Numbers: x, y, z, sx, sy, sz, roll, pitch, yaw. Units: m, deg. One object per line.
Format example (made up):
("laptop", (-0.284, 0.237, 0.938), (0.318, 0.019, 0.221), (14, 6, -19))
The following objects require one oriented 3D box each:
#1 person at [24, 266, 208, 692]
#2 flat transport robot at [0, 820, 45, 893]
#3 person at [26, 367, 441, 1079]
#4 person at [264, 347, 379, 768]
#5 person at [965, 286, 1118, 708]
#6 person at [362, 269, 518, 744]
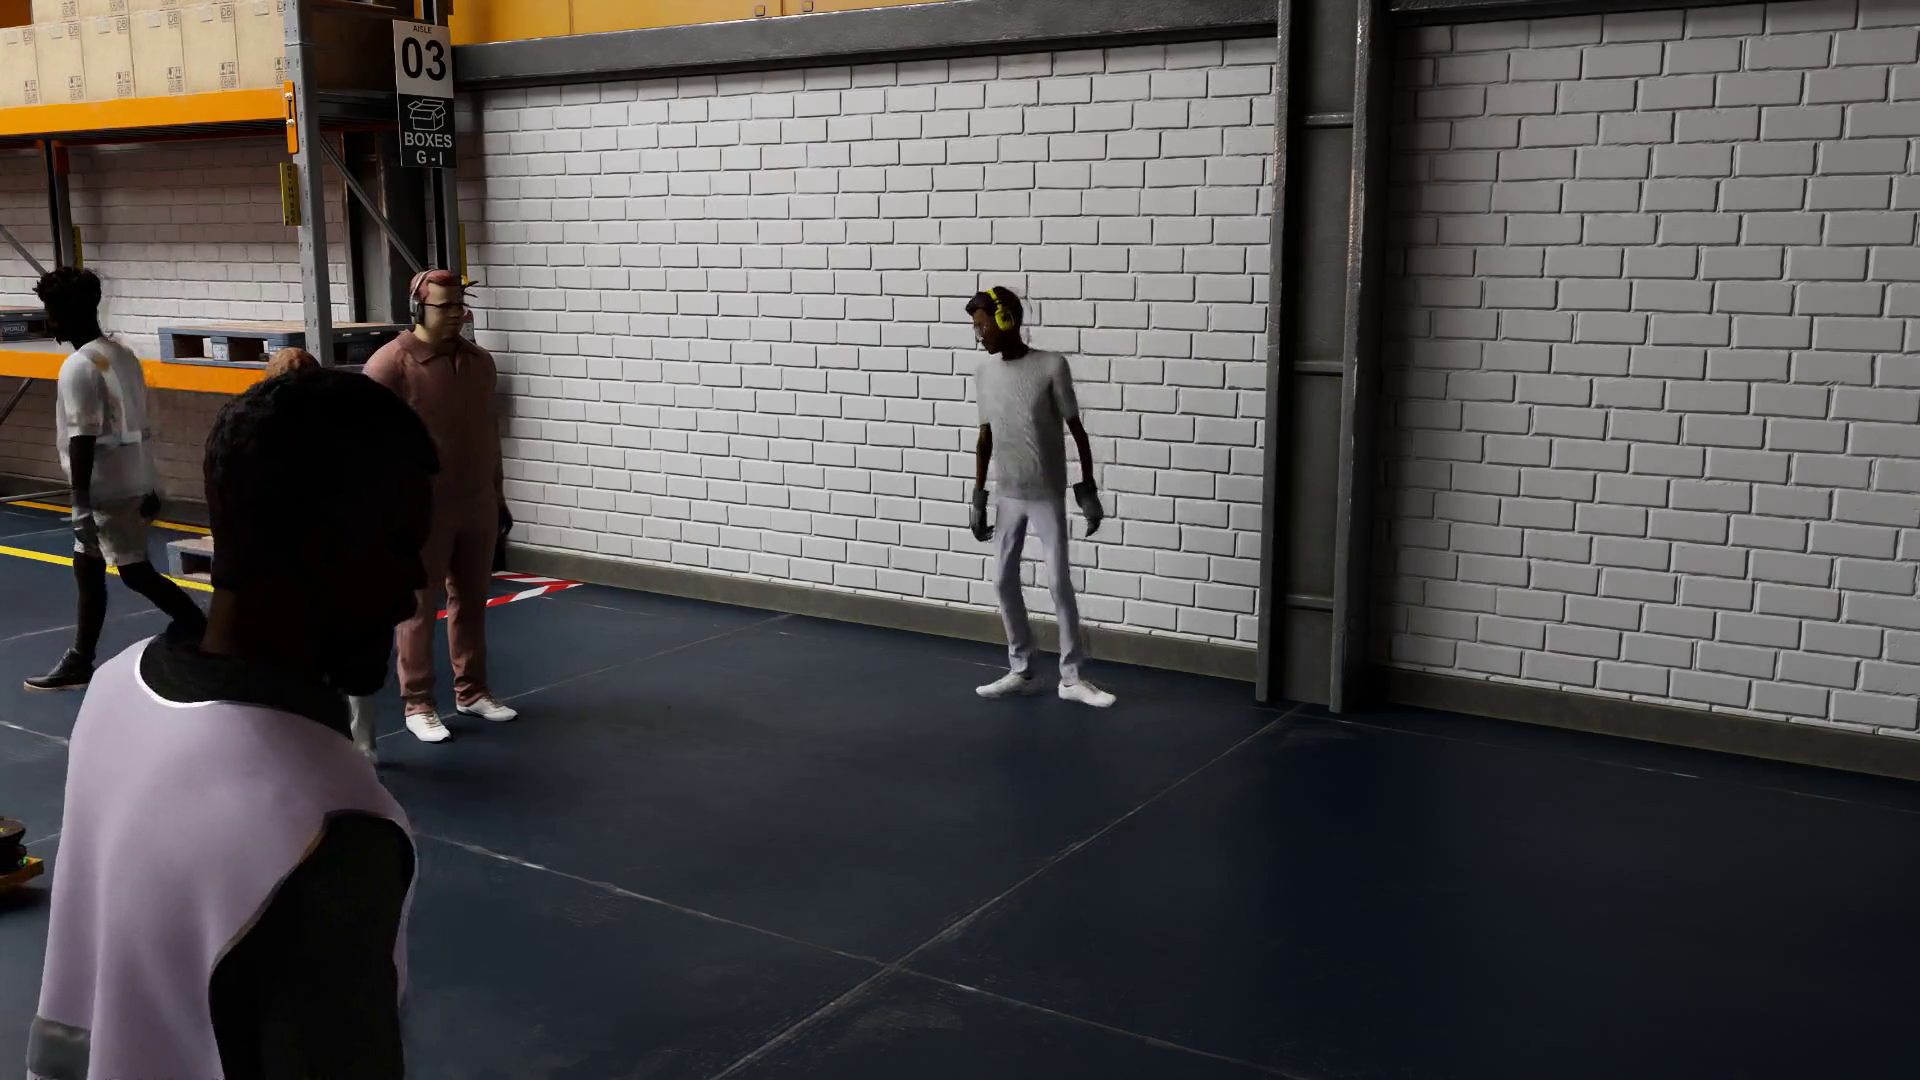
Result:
("person", (-3.689, -0.246, 7.353), (0.972, 1.923, 0.614), (-2, 10, -9))
("flat transport robot", (-3.640, 0.984, 5.082), (1.431, 0.197, 0.652), (3, 11, 16))
("person", (-0.728, 0.777, 1.723), (0.468, 1.896, 0.625), (-9, 14, -41))
("person", (-2.401, 0.105, 6.180), (0.287, 1.631, 0.501), (4, 11, 22))
("person", (0.363, -0.168, 7.172), (0.696, 1.833, 0.360), (6, 12, 30))
("person", (-2.092, -0.144, 6.806), (0.407, 1.905, 0.655), (6, 12, 32))
